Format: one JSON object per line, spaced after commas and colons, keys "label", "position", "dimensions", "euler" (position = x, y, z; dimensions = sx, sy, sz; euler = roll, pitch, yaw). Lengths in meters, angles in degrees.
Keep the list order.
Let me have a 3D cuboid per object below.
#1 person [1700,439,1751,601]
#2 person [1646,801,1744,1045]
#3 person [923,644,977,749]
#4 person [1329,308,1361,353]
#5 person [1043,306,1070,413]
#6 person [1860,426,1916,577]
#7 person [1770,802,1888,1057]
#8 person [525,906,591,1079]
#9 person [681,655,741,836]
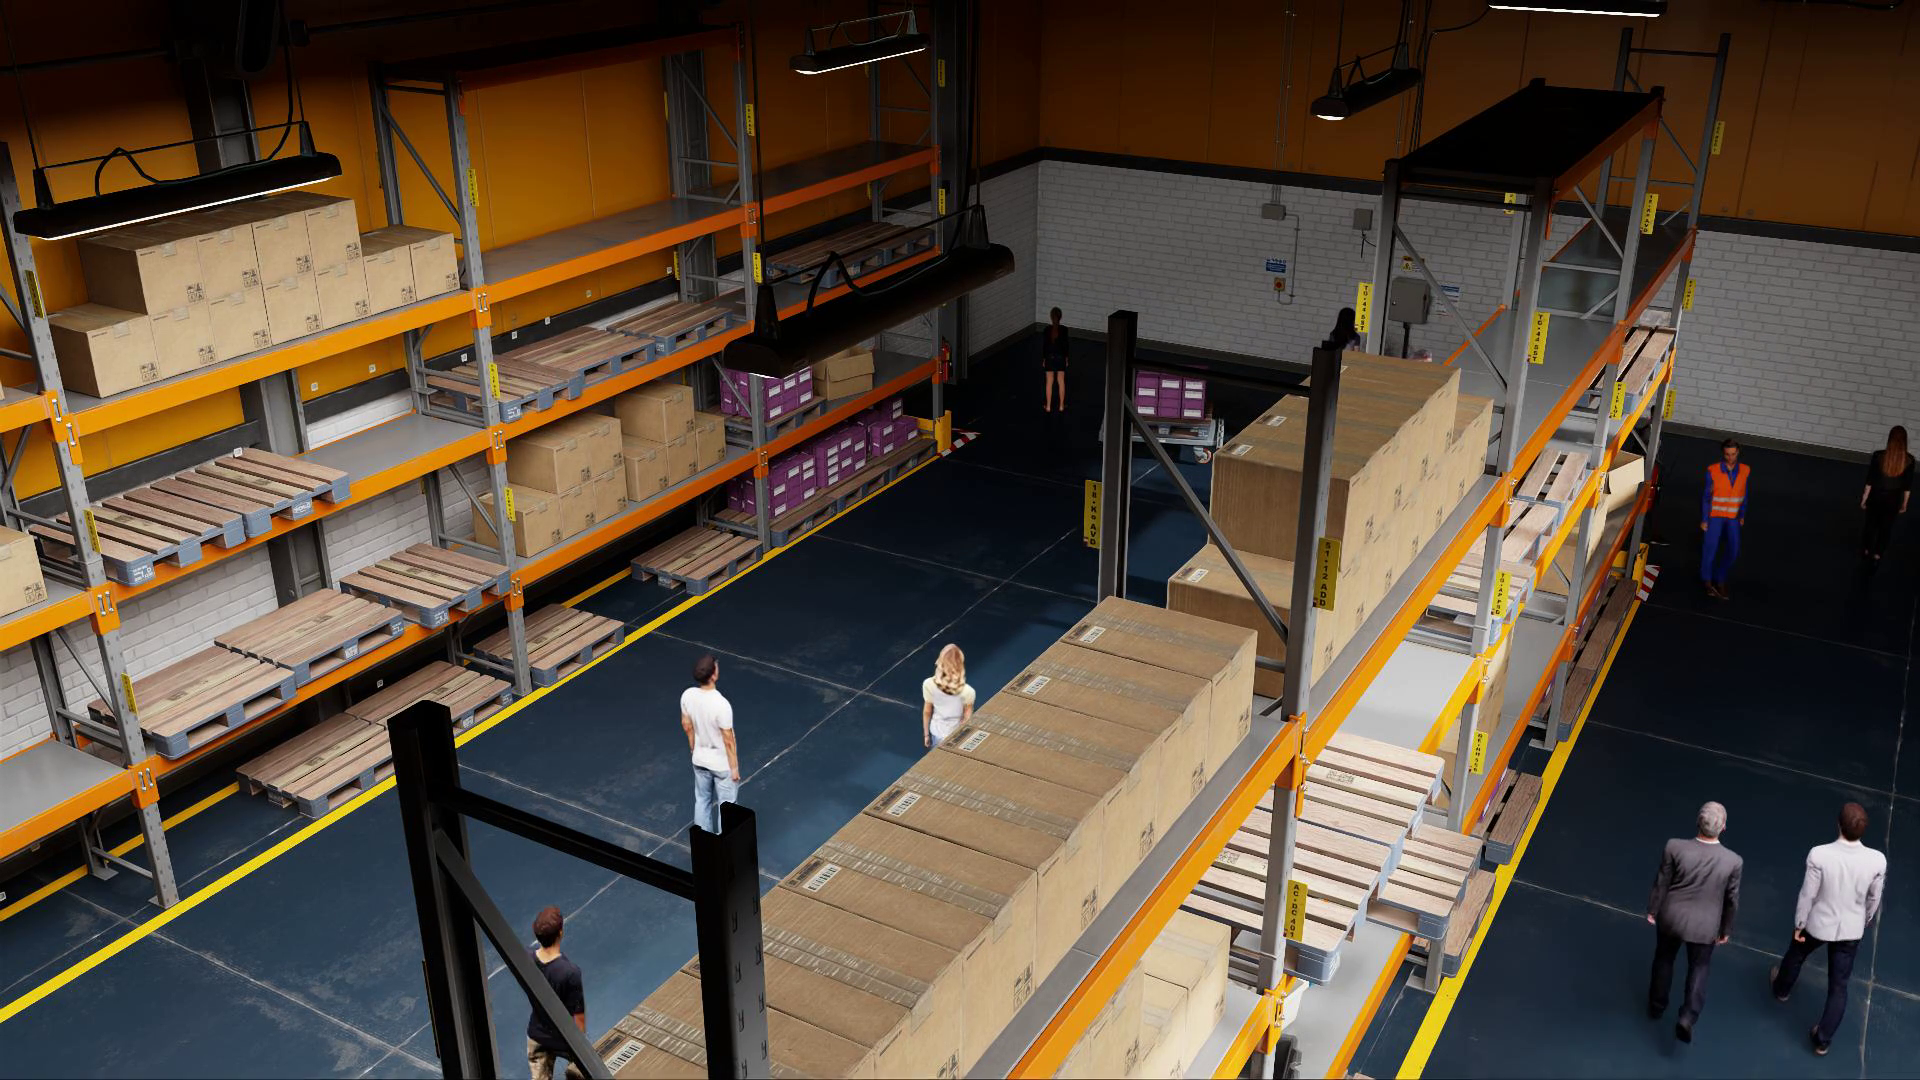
{"label": "person", "position": [8.292, -0.268, 18.217], "dimensions": [0.850, 1.837, 0.879], "euler": [0, 24, -1]}
{"label": "person", "position": [5.053, 2.668, 11.526], "dimensions": [0.776, 1.817, 0.966], "euler": [10, 26, 22]}
{"label": "person", "position": [-0.114, 1.698, 13.879], "dimensions": [0.741, 1.709, 0.961], "euler": [8, 25, 17]}
{"label": "person", "position": [5.356, -2.423, 23.309], "dimensions": [0.586, 1.707, 0.497], "euler": [13, 27, 27]}
{"label": "person", "position": [1.375, -2.615, 23.942], "dimensions": [0.638, 1.552, 0.685], "euler": [0, 24, -1]}
{"label": "person", "position": [10.430, -0.427, 18.767], "dimensions": [0.613, 1.688, 1.076], "euler": [13, 27, 27]}
{"label": "person", "position": [6.019, 2.711, 11.430], "dimensions": [0.854, 1.816, 1.115], "euler": [7, 25, 17]}
{"label": "person", "position": [-2.571, 3.163, 10.387], "dimensions": [0.811, 1.822, 1.065], "euler": [6, 24, 14]}
{"label": "person", "position": [-2.002, 1.770, 13.518], "dimensions": [0.682, 1.867, 0.579], "euler": [15, 28, 31]}
